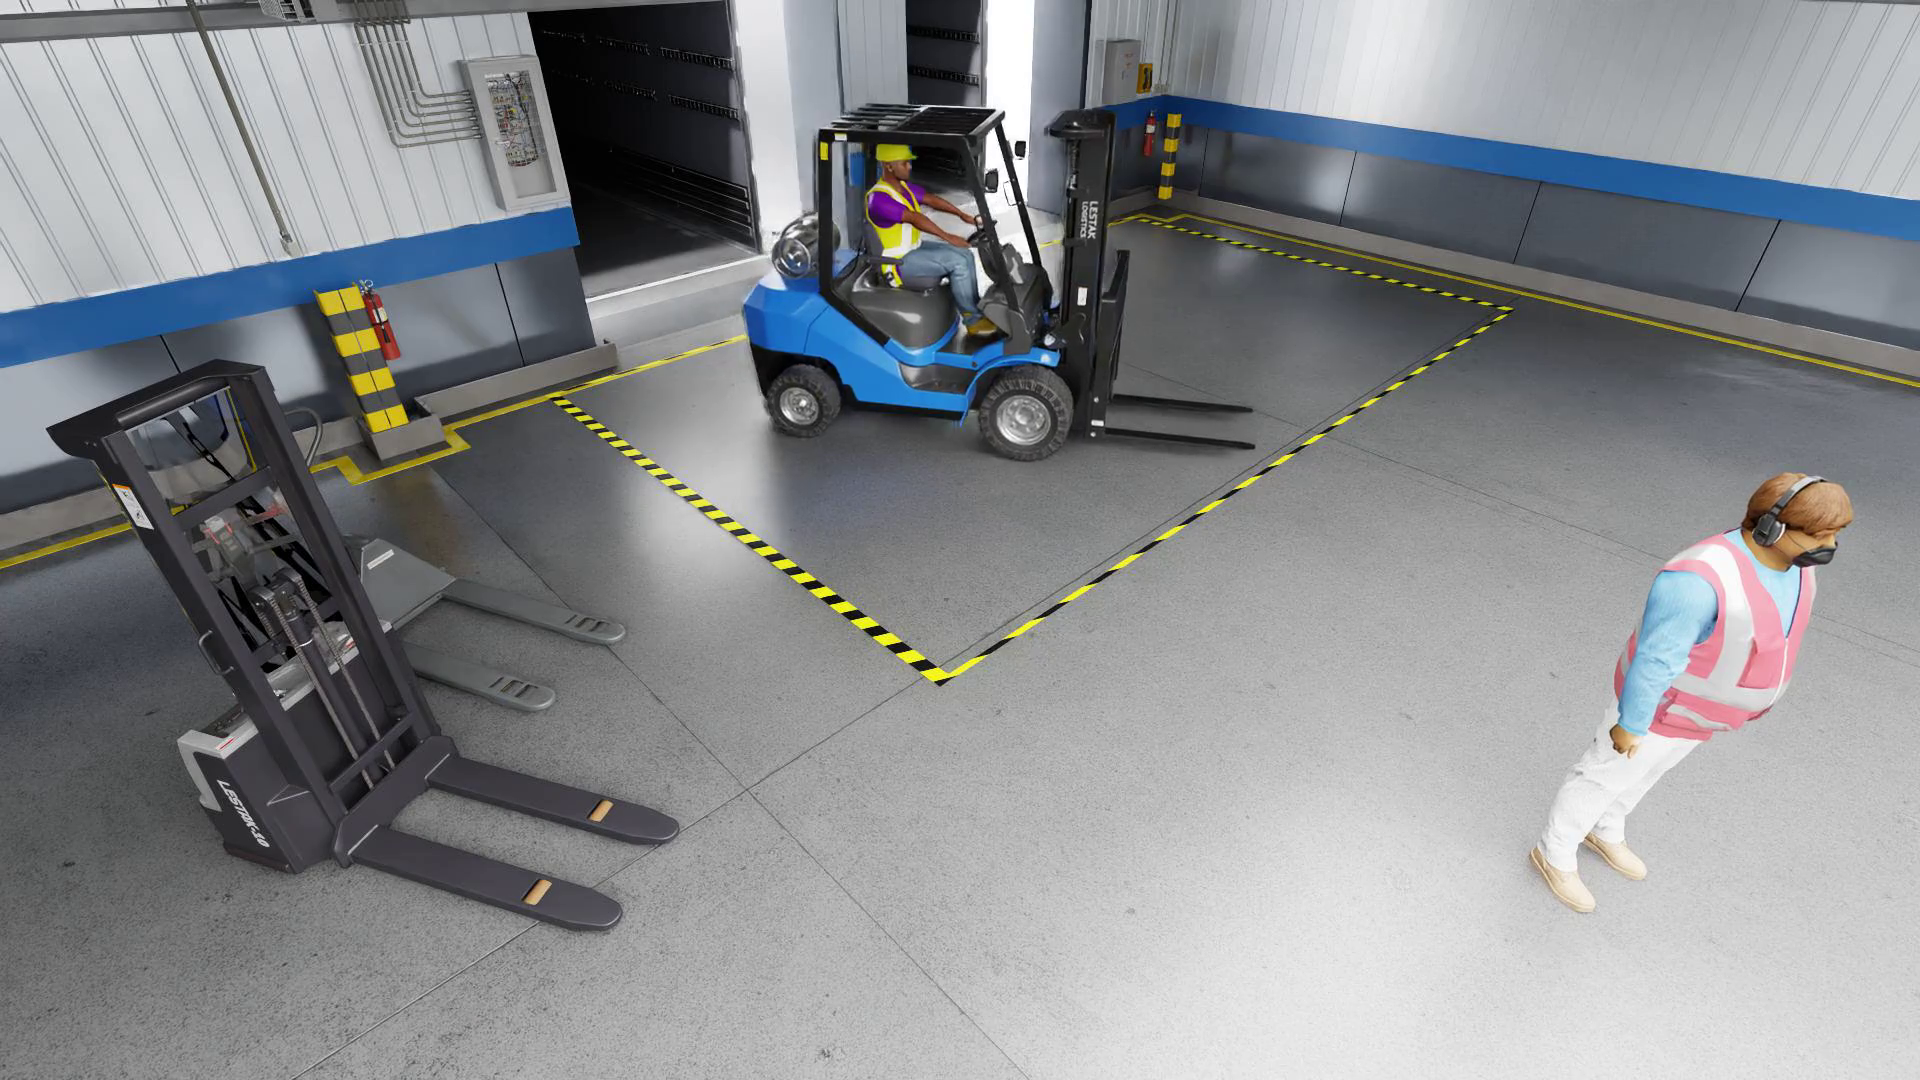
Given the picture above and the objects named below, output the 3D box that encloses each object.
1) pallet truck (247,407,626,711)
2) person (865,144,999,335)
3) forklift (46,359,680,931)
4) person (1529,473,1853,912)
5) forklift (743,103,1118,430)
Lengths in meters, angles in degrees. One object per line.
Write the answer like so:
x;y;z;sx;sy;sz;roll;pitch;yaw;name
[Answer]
-2.628;0.038;4.590;1.601;1.201;0.680;12;36;18;pallet truck
-0.131;-2.112;6.430;1.002;1.294;0.635;8;35;11;person
-2.135;0.422;3.354;1.885;1.965;0.823;10;35;14;forklift
2.564;0.582;3.258;0.619;1.842;0.431;-14;37;-19;person
-0.188;-1.969;6.553;2.680;2.036;1.157;8;35;11;forklift
